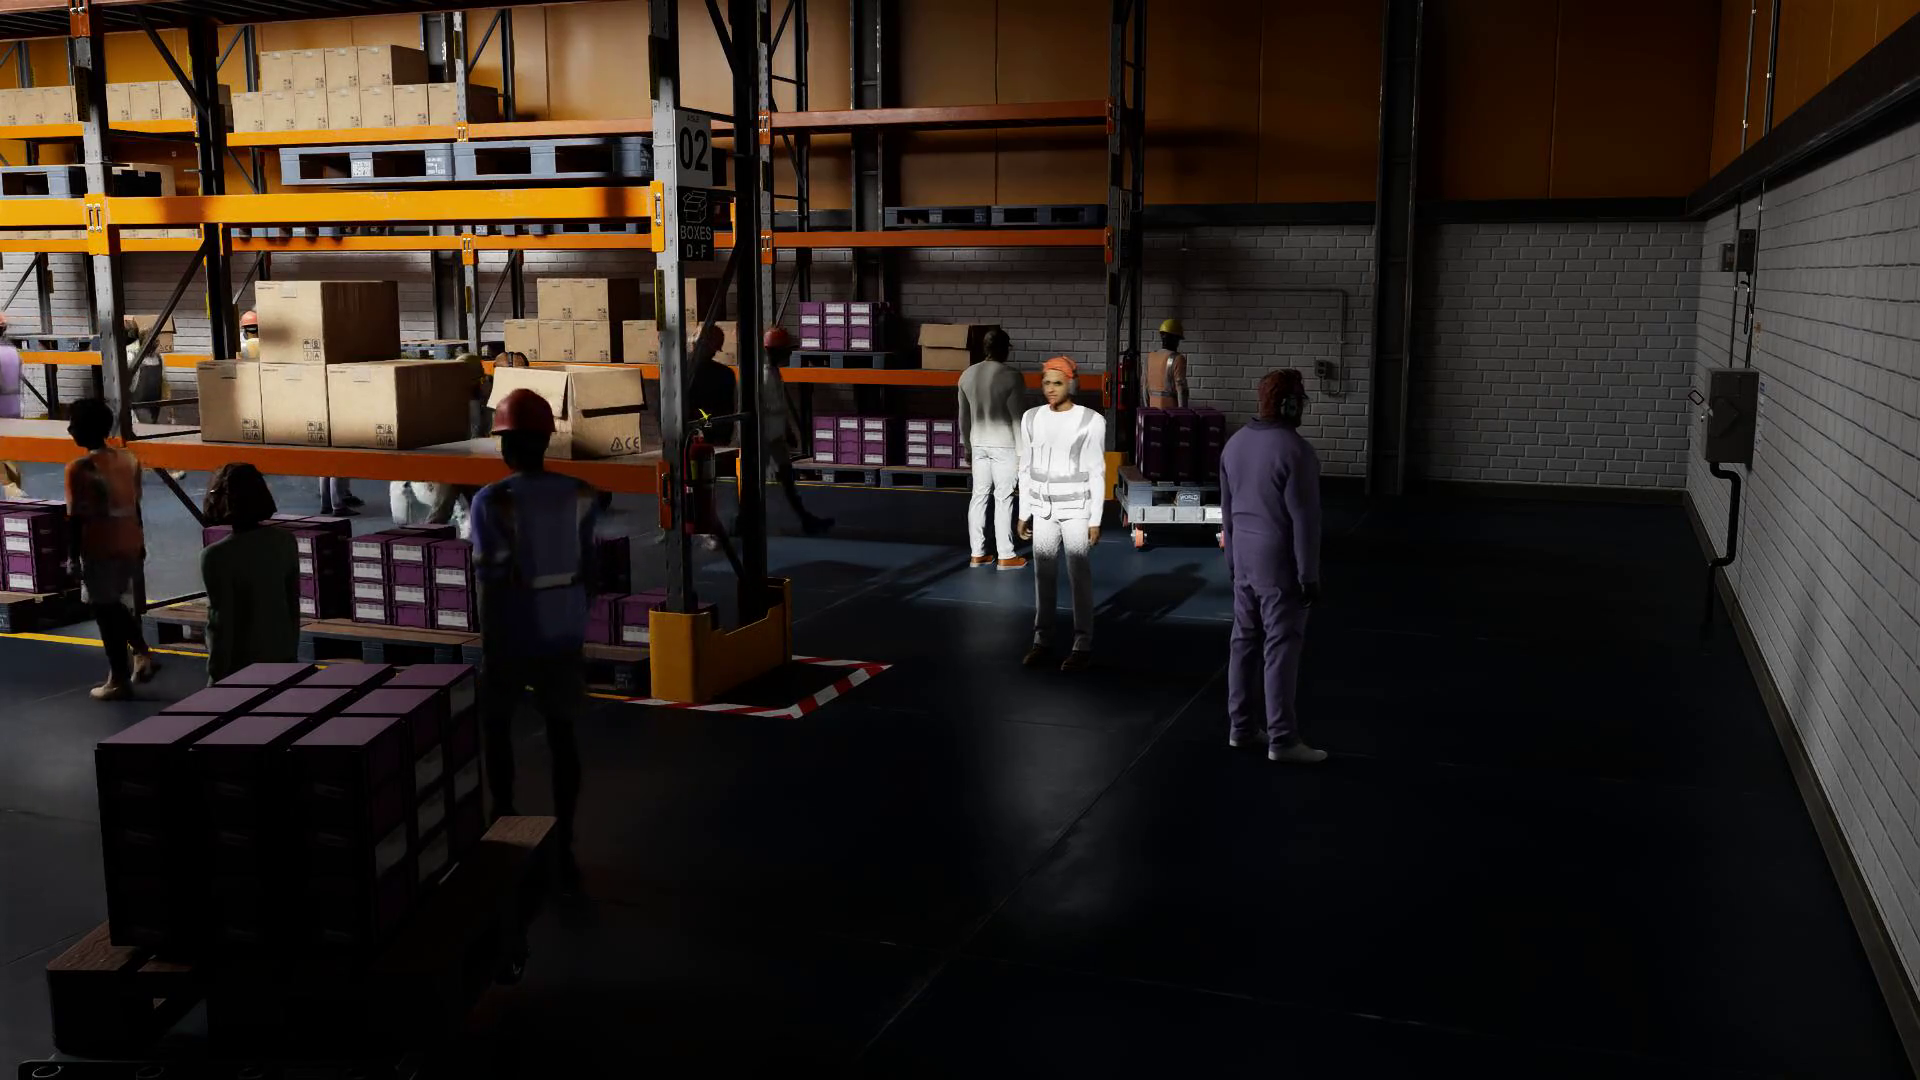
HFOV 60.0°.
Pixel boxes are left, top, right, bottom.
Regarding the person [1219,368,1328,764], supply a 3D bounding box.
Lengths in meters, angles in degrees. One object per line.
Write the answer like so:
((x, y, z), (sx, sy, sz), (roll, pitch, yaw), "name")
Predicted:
((1.543, 0.124, 8.099), (0.402, 1.911, 0.639), (-5, 10, -27), "person")

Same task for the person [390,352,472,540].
((-4.648, -0.771, 14.333), (0.752, 1.711, 0.495), (-5, 11, -31), "person")

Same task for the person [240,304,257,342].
((-8.503, -1.906, 20.428), (0.682, 2.000, 0.536), (3, 10, 18), "person")

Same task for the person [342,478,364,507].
((-6.255, -1.227, 16.858), (0.457, 1.815, 0.607), (-4, 10, -24), "person")

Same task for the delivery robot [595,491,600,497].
((-3.924, -0.610, 16.646), (0.707, 0.478, 0.477), (5, 11, 30), "delivery robot")

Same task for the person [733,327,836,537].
((-1.614, -0.955, 14.913), (0.963, 1.885, 0.557), (-1, 9, -7), "person")

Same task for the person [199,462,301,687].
((-2.779, 0.507, 6.551), (0.285, 1.632, 0.499), (3, 10, 18), "person")

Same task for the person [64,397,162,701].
((-4.720, 0.057, 9.161), (0.365, 1.686, 0.541), (1, 9, 8), "person")

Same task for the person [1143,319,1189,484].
((2.100, -1.271, 16.814), (0.373, 1.920, 0.585), (-7, 11, -37), "person")

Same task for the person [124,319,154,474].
((-9.823, -1.700, 19.797), (0.429, 1.837, 0.624), (-7, 11, -36), "person")

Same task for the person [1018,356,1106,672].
((0.606, -0.157, 9.964), (0.578, 1.879, 0.348), (6, 11, 33), "person")

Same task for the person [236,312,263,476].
((-8.260, -1.712, 19.553), (0.375, 1.930, 0.542), (9, 12, 43), "person")

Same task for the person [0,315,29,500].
((-9.337, -1.212, 16.114), (0.425, 2.025, 0.641), (1, 9, 3), "person")

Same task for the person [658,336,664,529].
((-2.590, -0.988, 15.219), (0.328, 1.865, 0.518), (-3, 9, -17), "person")

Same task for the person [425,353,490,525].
((-3.770, -0.526, 12.599), (0.989, 1.771, 0.616), (3, 10, 21), "person")

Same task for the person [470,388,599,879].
((-1.708, 0.360, 6.590), (0.547, 1.912, 0.683), (-7, 11, -37), "person")

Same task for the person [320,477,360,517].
((-6.112, -1.113, 16.343), (0.350, 1.758, 0.522), (-8, 12, -43), "person")

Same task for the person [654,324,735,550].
((-2.314, -0.875, 14.271), (0.795, 1.956, 0.363), (2, 9, 10), "person")

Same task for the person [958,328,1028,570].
((0.281, -0.727, 13.338), (0.635, 1.938, 0.359), (6, 11, 35), "person")

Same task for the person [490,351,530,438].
((-3.064, -0.393, 11.581), (0.428, 1.837, 0.622), (-2, 9, -12), "person")

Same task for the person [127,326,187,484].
((-9.053, -1.489, 18.603), (1.006, 1.780, 0.528), (4, 10, 22), "person")
